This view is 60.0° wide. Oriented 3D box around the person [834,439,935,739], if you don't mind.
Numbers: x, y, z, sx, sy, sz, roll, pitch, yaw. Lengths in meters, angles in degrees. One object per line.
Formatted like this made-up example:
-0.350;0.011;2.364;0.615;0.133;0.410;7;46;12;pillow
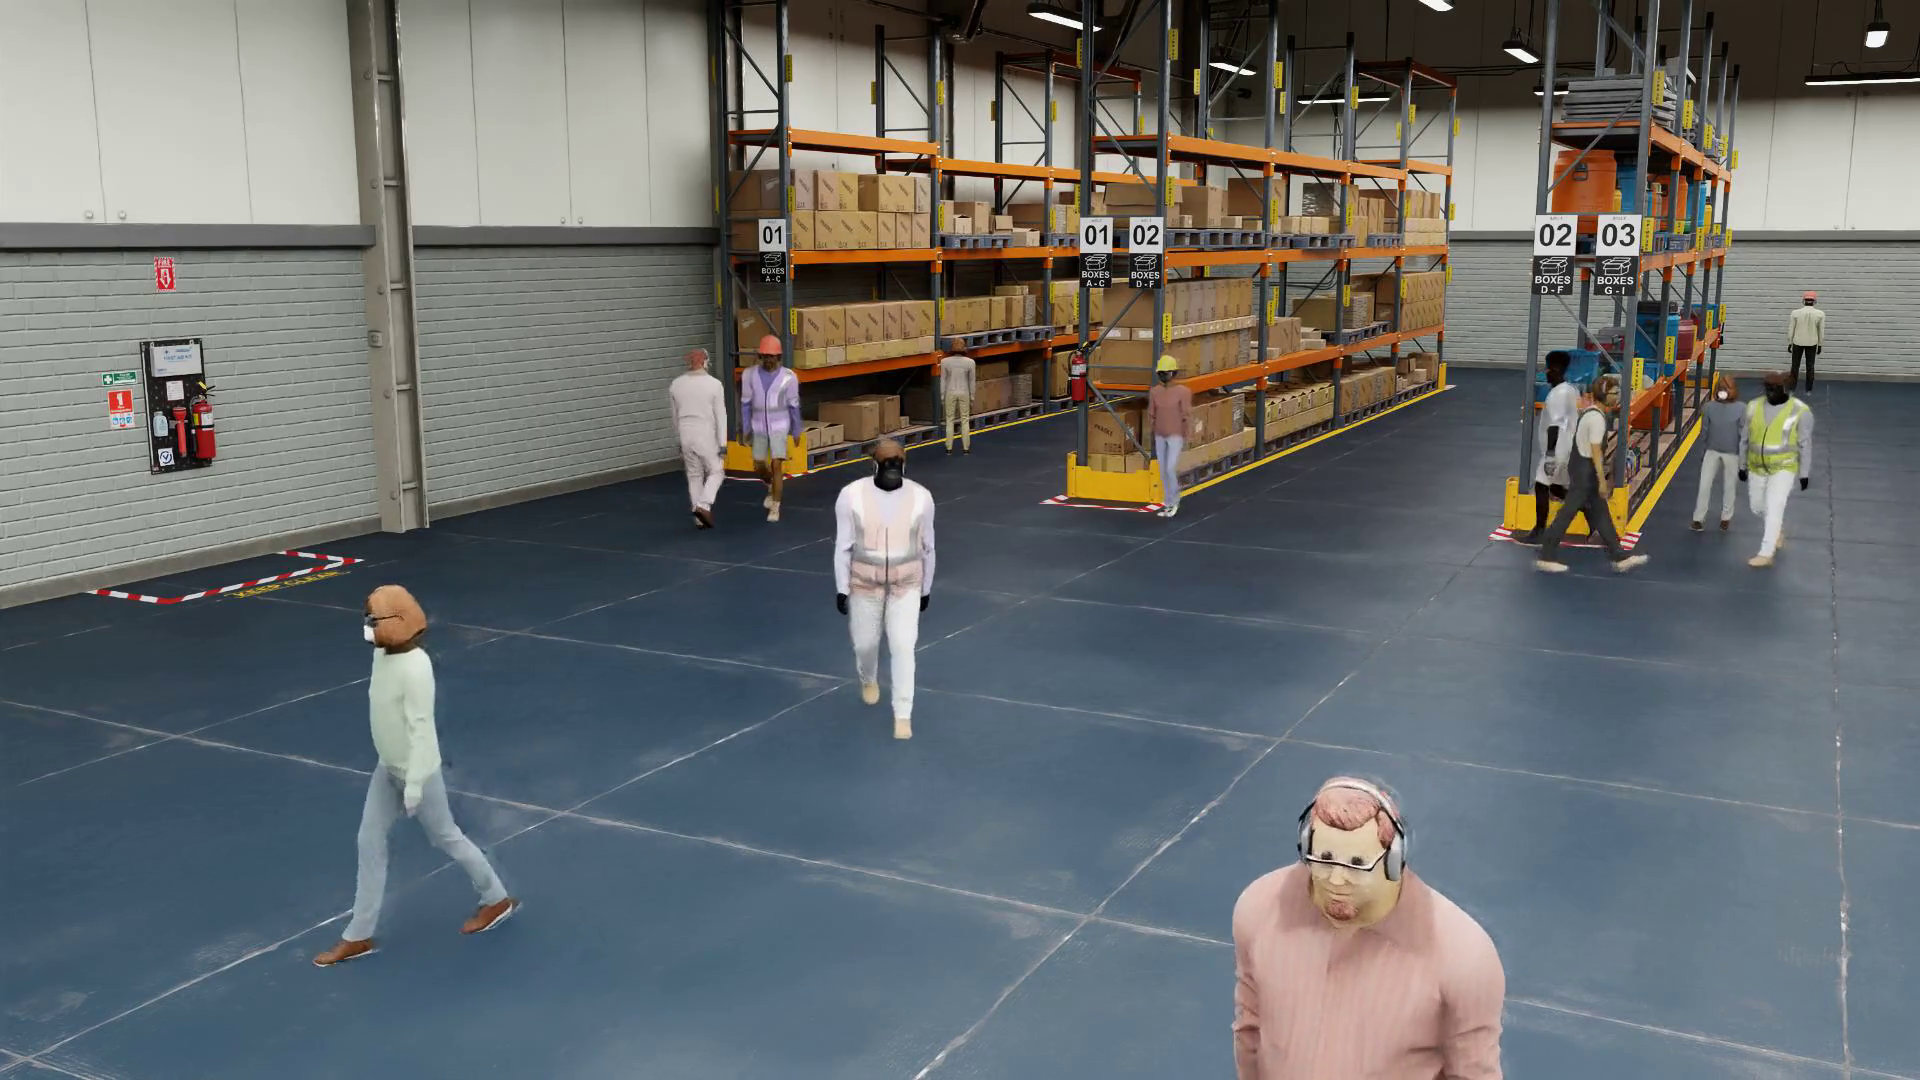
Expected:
-0.461;0.261;10.285;0.626;1.817;0.770;-1;10;-4;person

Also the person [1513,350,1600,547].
5.882;-0.872;16.150;0.780;1.931;0.635;6;12;30;person

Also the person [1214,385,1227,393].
3.854;-2.538;25.349;0.574;1.887;0.355;5;12;28;person

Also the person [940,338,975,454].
-0.031;-1.994;23.098;0.493;1.624;0.280;-1;10;-5;person

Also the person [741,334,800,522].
-2.002;-1.204;17.752;0.624;2.008;0.747;2;11;8;person

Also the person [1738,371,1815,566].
7.598;-0.680;15.456;0.799;1.807;0.656;-8;13;-36;person

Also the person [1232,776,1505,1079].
0.984;1.399;3.982;0.655;1.867;0.796;6;12;30;person

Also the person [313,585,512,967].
-2.315;0.965;7.050;0.839;1.593;0.511;-9;14;-41;person

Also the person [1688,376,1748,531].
7.758;-0.858;16.966;0.506;1.600;0.789;8;13;38;person

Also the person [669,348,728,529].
-2.684;-1.028;17.135;0.651;1.884;0.481;4;11;20;person

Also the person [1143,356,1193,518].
2.210;-1.099;17.855;0.556;1.749;0.501;9;14;40;person

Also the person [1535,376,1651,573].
5.687;-0.566;14.849;1.020;1.788;0.557;4;11;19;person

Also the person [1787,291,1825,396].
16.065;-3.735;31.604;0.615;1.990;0.401;4;11;22;person
